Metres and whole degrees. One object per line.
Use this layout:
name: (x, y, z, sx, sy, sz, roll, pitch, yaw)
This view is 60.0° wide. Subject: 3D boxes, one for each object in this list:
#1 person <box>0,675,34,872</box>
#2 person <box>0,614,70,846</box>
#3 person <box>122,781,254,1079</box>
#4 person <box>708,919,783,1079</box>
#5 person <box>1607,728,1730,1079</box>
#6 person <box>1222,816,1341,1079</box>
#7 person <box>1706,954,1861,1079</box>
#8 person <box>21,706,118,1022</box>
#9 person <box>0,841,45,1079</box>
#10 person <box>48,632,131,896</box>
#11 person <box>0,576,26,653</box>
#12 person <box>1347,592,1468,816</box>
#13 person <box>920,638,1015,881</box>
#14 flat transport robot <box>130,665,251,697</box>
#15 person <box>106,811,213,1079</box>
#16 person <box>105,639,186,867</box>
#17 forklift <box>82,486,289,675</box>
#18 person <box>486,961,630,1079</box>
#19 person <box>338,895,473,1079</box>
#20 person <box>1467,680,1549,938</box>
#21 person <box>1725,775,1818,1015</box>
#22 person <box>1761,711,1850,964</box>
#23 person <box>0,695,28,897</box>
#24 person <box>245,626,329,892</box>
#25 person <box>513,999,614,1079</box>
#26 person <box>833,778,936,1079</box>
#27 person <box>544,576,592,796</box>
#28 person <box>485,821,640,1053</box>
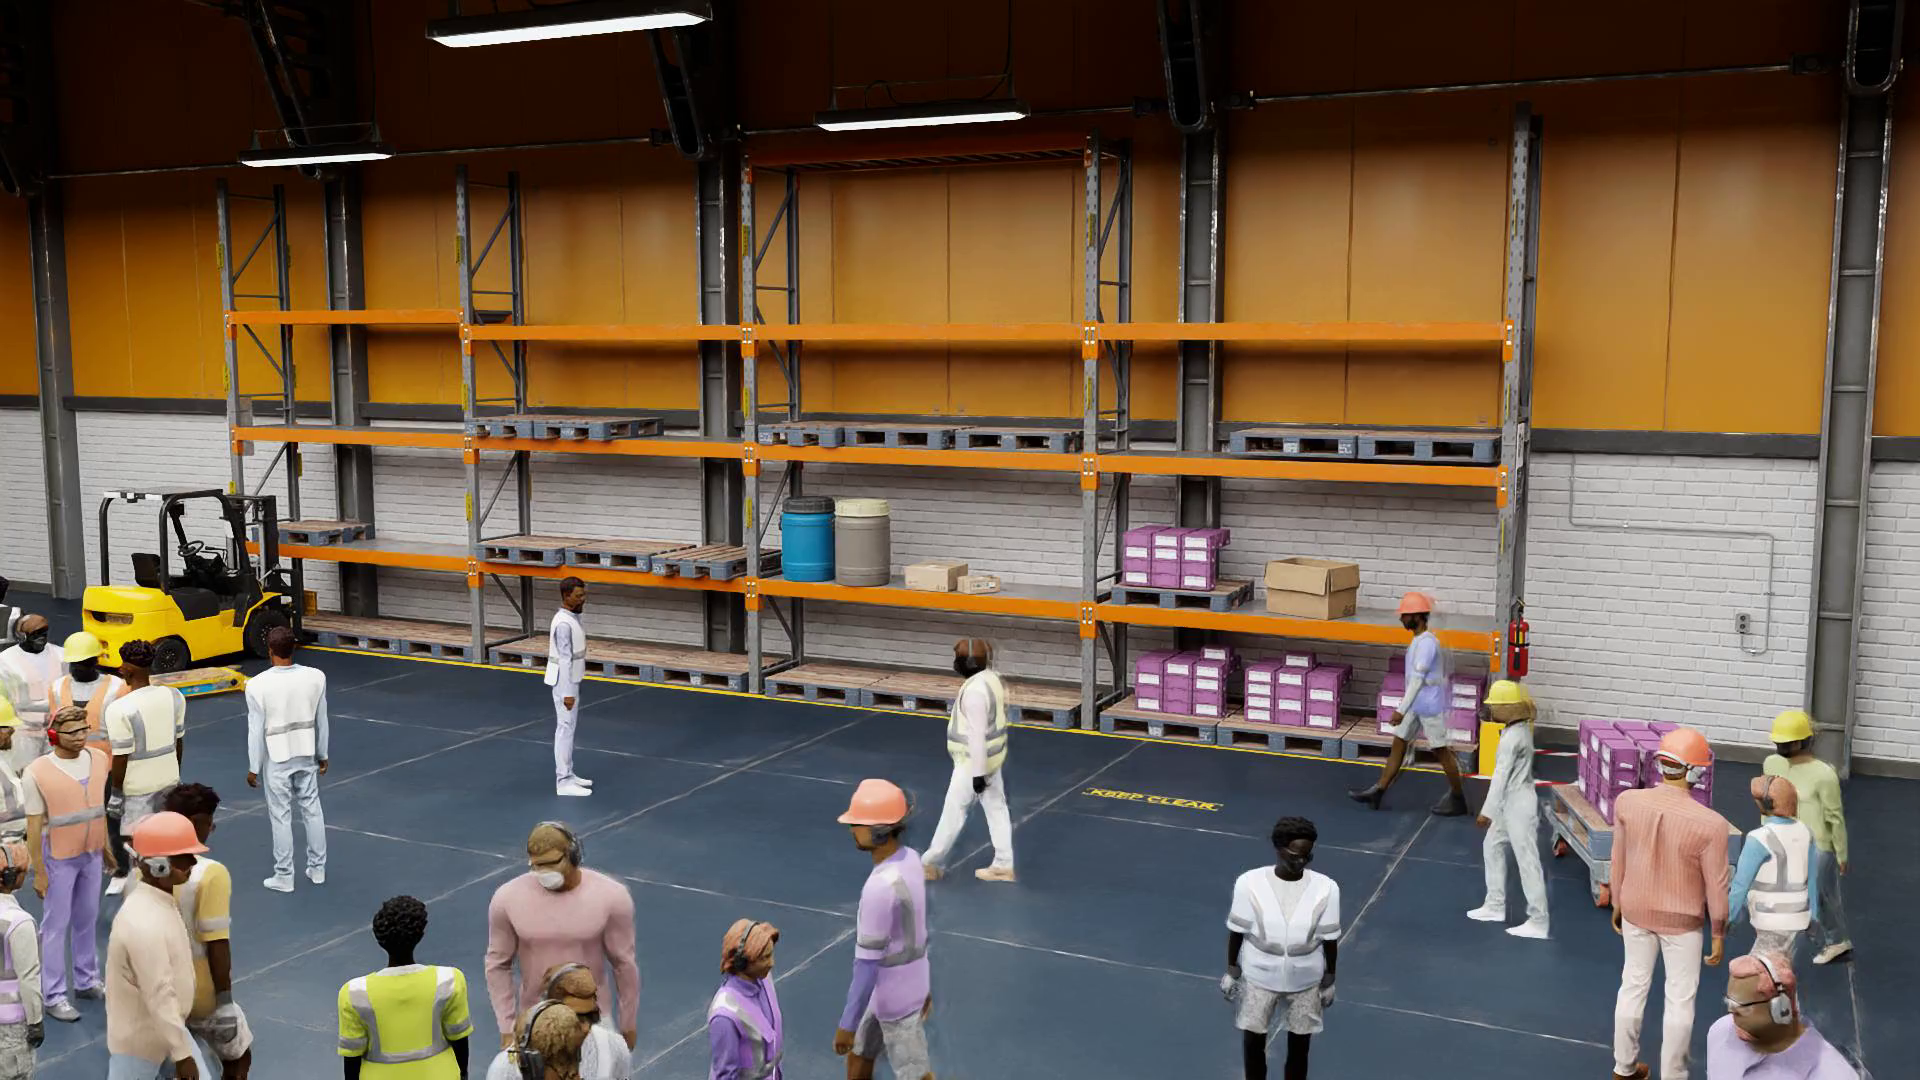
person: (-7.161, 1.556, 12.043, 0.605, 1.960, 1.108, 6, 9, 41)
person: (-7.265, 1.490, 13.101, 0.429, 1.835, 0.623, 4, 8, 30)
person: (-3.559, 2.097, 7.720, 0.668, 1.920, 0.582, 2, 7, 18)
person: (-0.879, 2.348, 6.841, 0.323, 1.630, 0.520, 2, 7, 13)
person: (3.686, 1.953, 8.658, 0.405, 1.982, 0.632, -6, 9, -41)
person: (1.581, 2.157, 8.190, 0.568, 1.687, 0.350, 1, 7, 6)
person: (2.960, 2.353, 5.898, 0.911, 1.860, 0.695, -2, 7, -16)
person: (-5.258, 1.879, 9.830, 0.384, 1.845, 0.565, 2, 7, 18)
person: (-4.488, 2.229, 7.827, 0.509, 1.629, 0.314, 4, 8, 31)
person: (-6.202, 1.596, 11.882, 0.589, 1.918, 0.400, 0, 7, 0)
person: (-9.336, 1.191, 16.173, 0.539, 1.686, 0.321, -3, 8, -24)
person: (3.789, 1.375, 13.869, 1.020, 1.874, 0.563, 0, 7, 2)
person: (-0.004, 1.612, 12.192, 0.900, 1.803, 0.660, 2, 7, 14)
flat transport robot: (-8.621, 1.612, 18.490, 1.431, 0.197, 0.652, -6, 9, -43)
person: (-3.568, 2.149, 7.233, 1.030, 1.945, 0.628, -2, 7, -15)
person: (-5.532, 1.641, 11.301, 0.367, 1.966, 0.605, 2, 7, 19)
forklift: (-9.426, 0.454, 20.179, 1.214, 2.155, 2.313, 3, 8, 26)
person: (-1.419, 2.365, 5.890, 0.595, 1.833, 0.367, -4, 8, -29)
person: (-2.288, 2.307, 6.901, 0.533, 1.697, 0.319, -3, 7, -21)
person: (3.648, 1.791, 11.124, 0.703, 1.711, 0.493, 3, 8, 23)
person: (4.395, 2.079, 9.142, 0.518, 1.609, 0.738, -5, 8, -35)
person: (5.317, 1.882, 10.394, 0.860, 1.706, 0.542, -2, 7, -18)
person: (-5.923, 1.849, 10.205, 0.403, 1.817, 0.602, -3, 8, -26)
person: (-4.849, 1.577, 12.033, 0.371, 1.916, 0.597, 6, 9, 42)
person: (-1.255, 2.396, 5.253, 0.386, 1.928, 0.636, 3, 8, 23)
person: (-0.301, 2.077, 7.640, 1.050, 1.995, 0.624, 1, 7, 6)
person: (-3.440, 1.268, 14.588, 0.396, 1.917, 0.590, -1, 7, -9)
person: (-1.769, 2.148, 7.471, 0.665, 1.891, 0.563, -1, 7, -8)
